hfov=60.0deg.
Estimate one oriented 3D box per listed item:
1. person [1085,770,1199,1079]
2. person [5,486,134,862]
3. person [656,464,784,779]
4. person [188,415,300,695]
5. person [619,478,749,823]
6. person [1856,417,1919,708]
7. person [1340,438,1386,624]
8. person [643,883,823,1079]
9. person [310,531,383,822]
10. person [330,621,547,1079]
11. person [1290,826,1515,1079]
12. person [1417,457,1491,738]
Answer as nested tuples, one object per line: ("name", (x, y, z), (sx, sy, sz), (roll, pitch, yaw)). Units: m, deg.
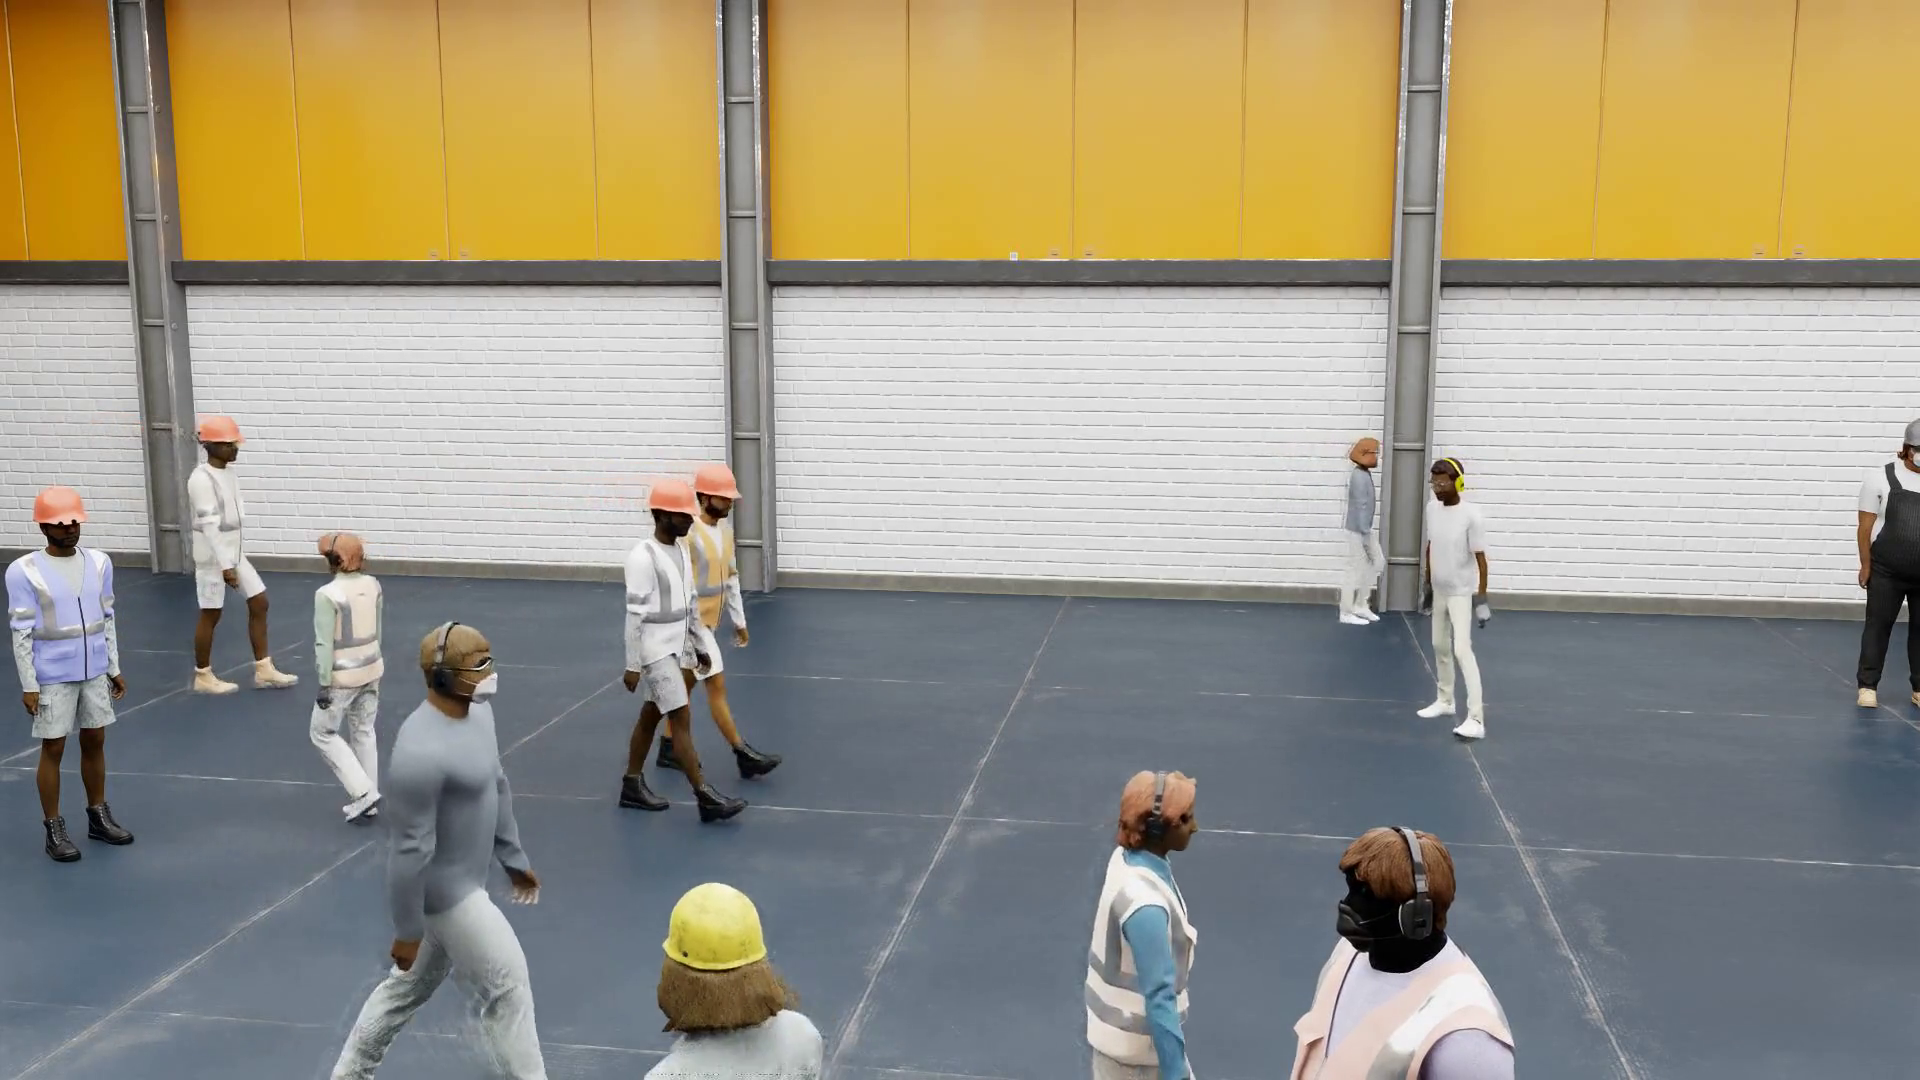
("person", (0.626, 1.455, 4.818), (0.736, 1.607, 0.551), (1, 9, 5))
("person", (-4.601, 0.679, 8.628), (0.362, 1.938, 0.545), (5, 11, 30))
("person", (-1.450, 0.489, 9.927), (0.950, 1.889, 0.559), (3, 10, 19))
("person", (-5.131, 0.124, 11.820), (0.854, 2.012, 0.619), (1, 9, 3))
("person", (-1.526, 0.608, 9.182), (0.933, 1.893, 0.557), (2, 9, 14))
("person", (6.571, 0.166, 11.471), (0.684, 2.000, 0.538), (2, 10, 14))
("person", (3.478, -0.067, 14.197), (0.472, 1.613, 0.538), (3, 10, 18))
("person", (-0.470, 1.596, 3.623), (0.516, 1.728, 0.486), (8, 12, 42))
("person", (-3.345, 0.754, 9.108), (0.355, 1.625, 0.545), (3, 10, 19))
("person", (-1.768, 1.189, 5.689), (1.068, 1.886, 0.629), (-1, 9, -5))
("person", (0.938, 1.526, 3.699), (0.429, 1.845, 0.621), (-2, 9, -13))
("person", (3.290, 0.361, 10.953), (0.506, 1.834, 0.692), (-4, 10, -25))
